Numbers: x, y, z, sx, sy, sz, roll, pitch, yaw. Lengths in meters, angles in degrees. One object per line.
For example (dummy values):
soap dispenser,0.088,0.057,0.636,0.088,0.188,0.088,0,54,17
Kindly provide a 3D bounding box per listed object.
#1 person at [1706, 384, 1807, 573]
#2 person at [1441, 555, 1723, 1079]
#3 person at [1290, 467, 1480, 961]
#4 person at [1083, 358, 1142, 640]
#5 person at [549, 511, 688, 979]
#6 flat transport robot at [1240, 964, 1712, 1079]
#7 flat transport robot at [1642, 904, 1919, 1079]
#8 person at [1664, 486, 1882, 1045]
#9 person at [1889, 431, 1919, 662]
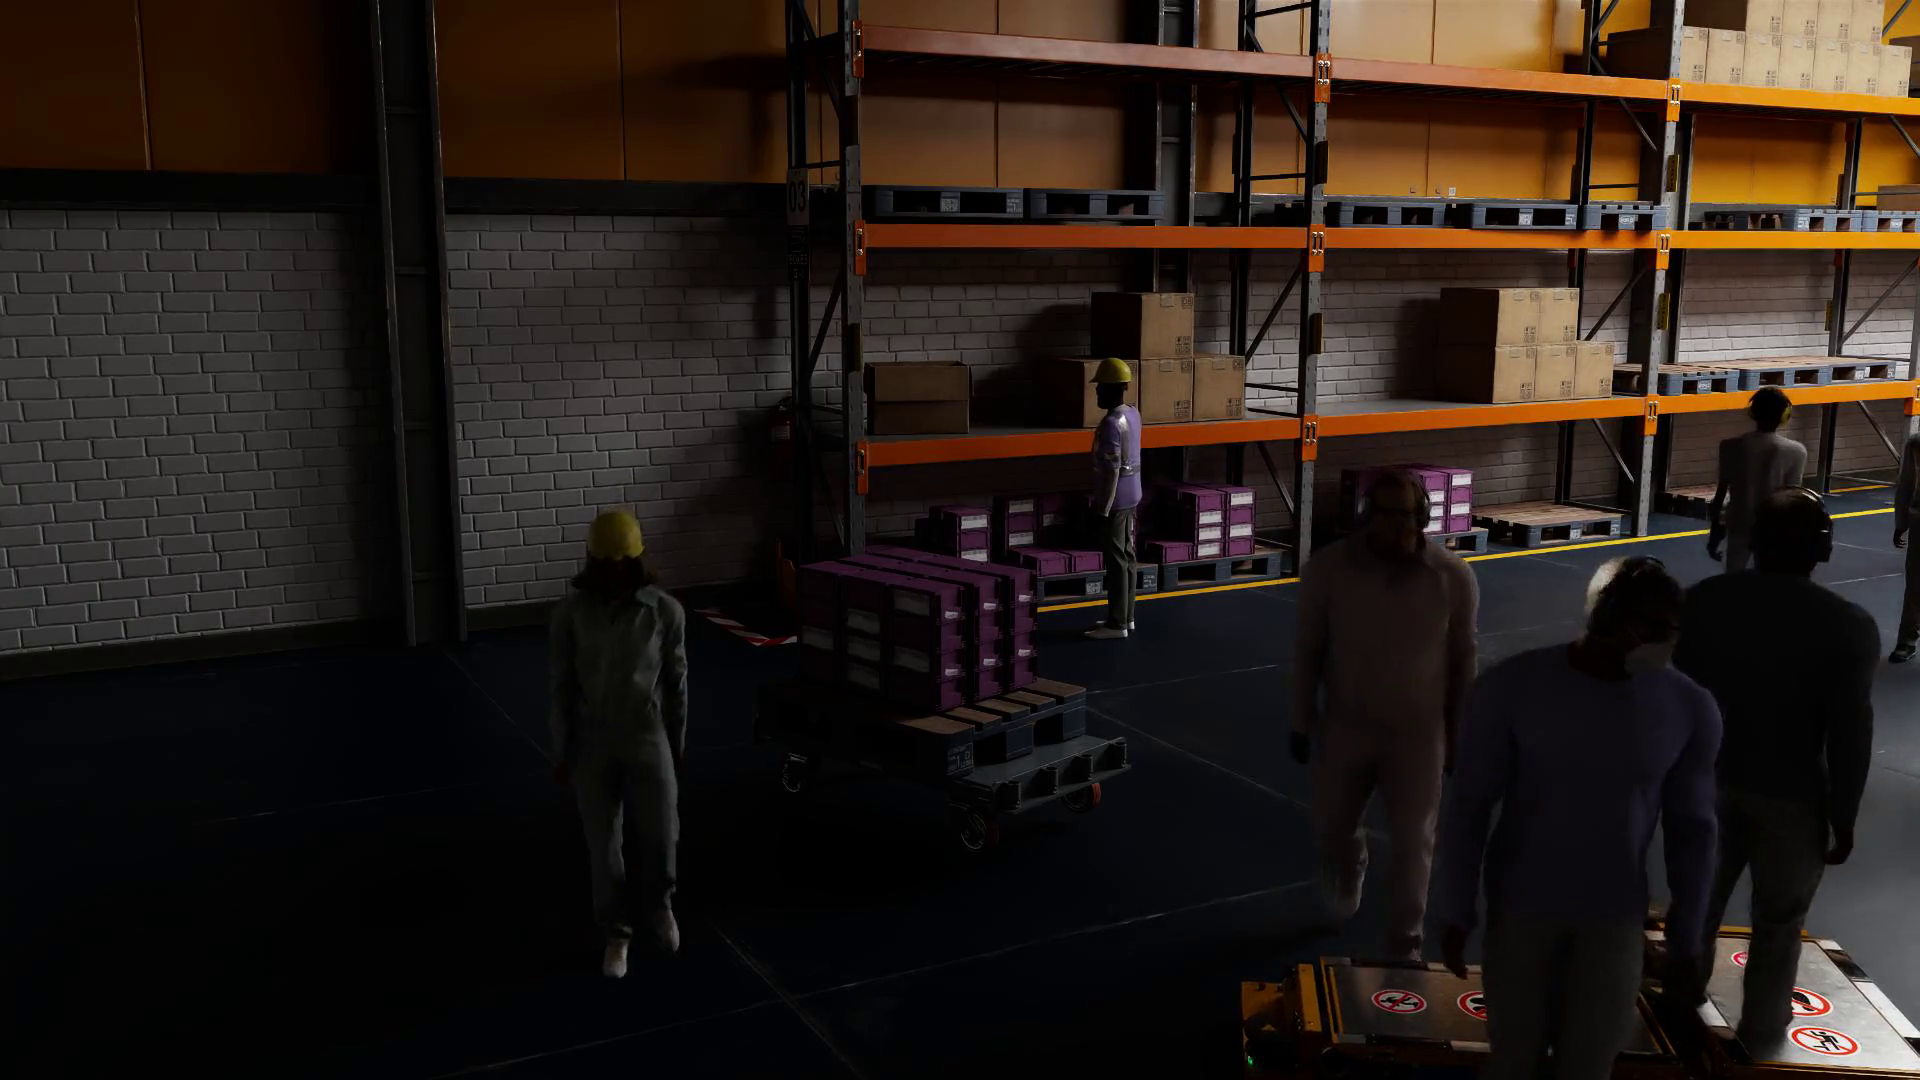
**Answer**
person,4.820,-0.019,10.111,0.517,1.845,0.633,5,11,26
person,1.561,0.972,4.240,0.671,1.903,0.448,2,10,9
person,1.559,0.652,6.134,0.672,1.885,0.675,3,10,17
person,1.048,-0.278,11.369,0.368,1.928,0.585,4,11,21
person,-1.234,0.748,6.045,0.497,1.734,0.365,-2,10,-10
flat transport robot,1.637,1.592,5.368,1.431,0.197,0.652,1,10,8
flat transport robot,2.700,1.571,5.487,0.652,0.197,1.431,1,10,8
person,2.522,0.792,5.236,0.397,1.929,0.625,-8,13,-40
person,6.270,-0.094,10.584,0.600,1.830,0.403,8,13,38
